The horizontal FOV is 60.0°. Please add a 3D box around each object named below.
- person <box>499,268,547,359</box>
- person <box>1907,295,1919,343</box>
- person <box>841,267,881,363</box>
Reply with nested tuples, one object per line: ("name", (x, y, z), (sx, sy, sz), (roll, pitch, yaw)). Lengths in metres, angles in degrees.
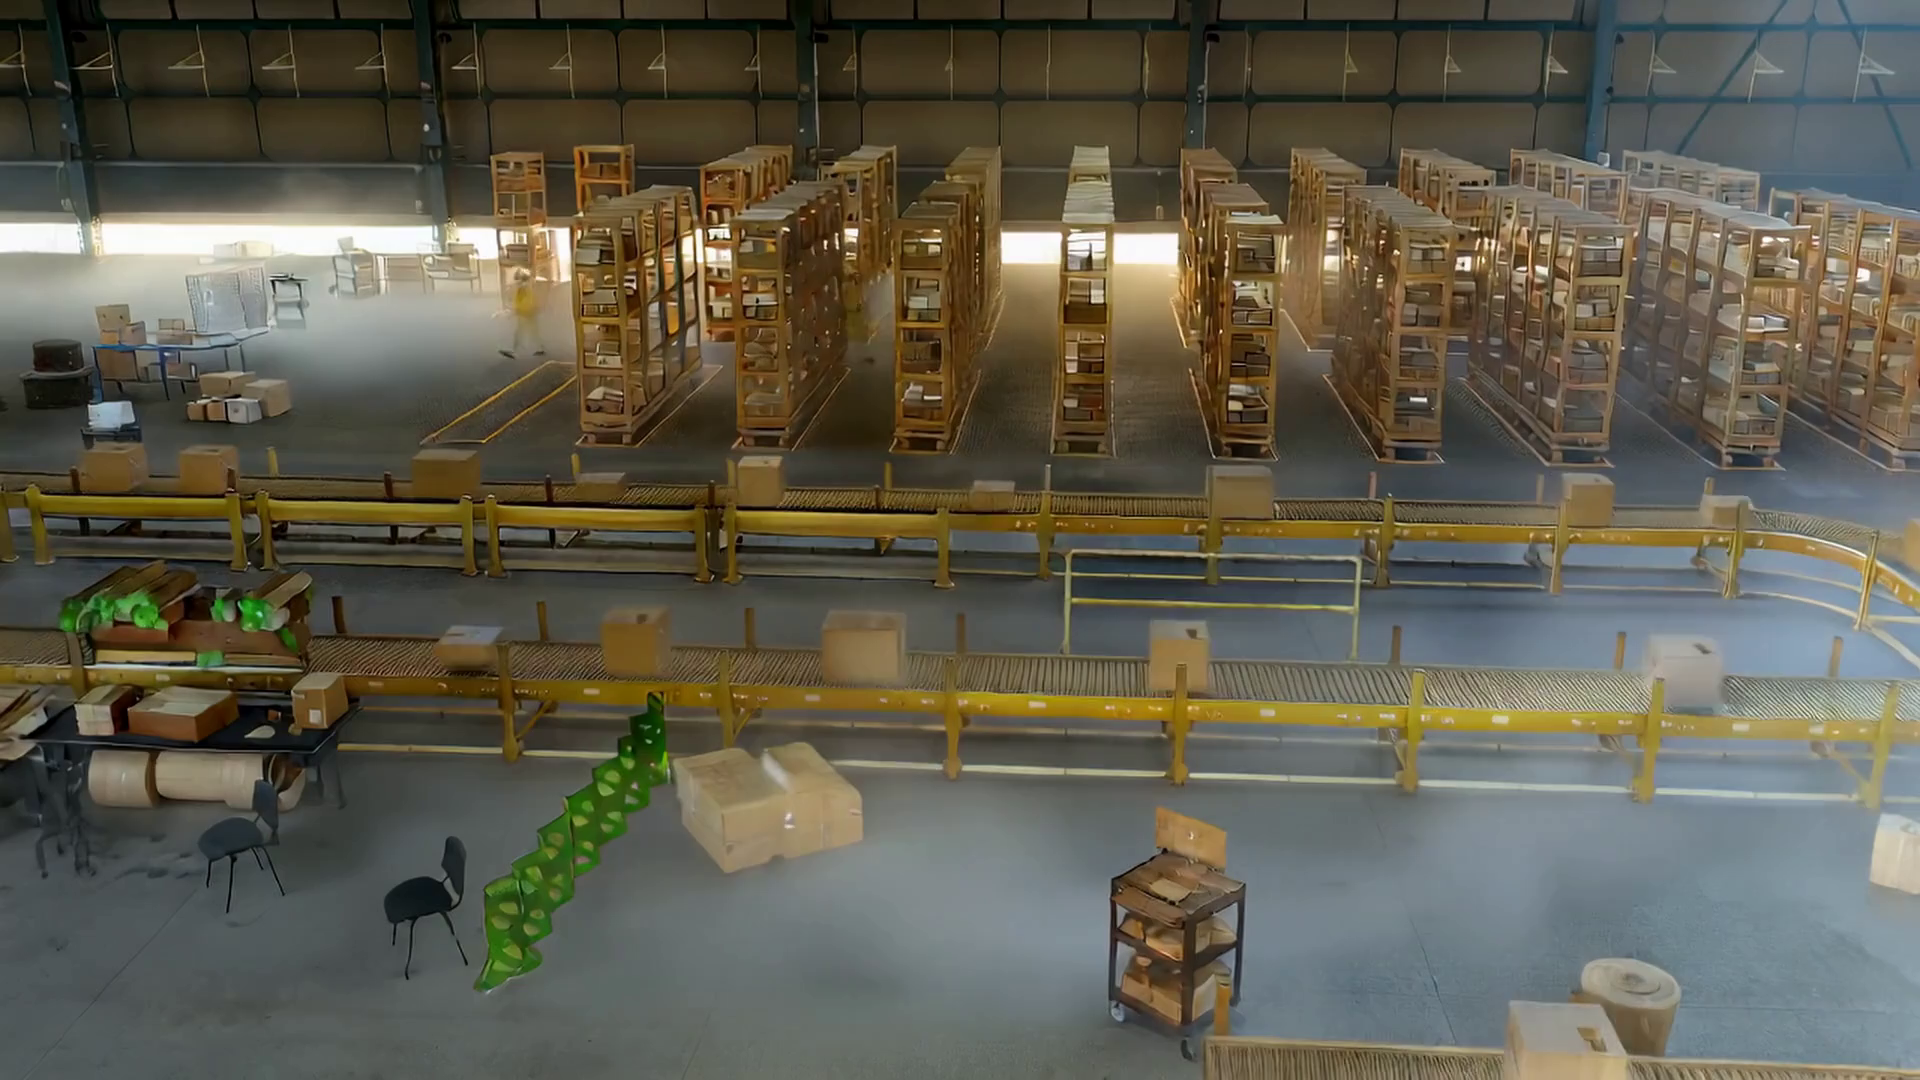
("person", (-8.657, -4.477, 32.848), (0.940, 1.780, 0.599), (-2, 18, -8))
("person", (18.346, -4.066, 31.530), (0.972, 1.802, 0.589), (-1, 18, -2))
("person", (-1.995, -4.344, 32.239), (0.942, 1.895, 0.624), (9, 20, 26))
